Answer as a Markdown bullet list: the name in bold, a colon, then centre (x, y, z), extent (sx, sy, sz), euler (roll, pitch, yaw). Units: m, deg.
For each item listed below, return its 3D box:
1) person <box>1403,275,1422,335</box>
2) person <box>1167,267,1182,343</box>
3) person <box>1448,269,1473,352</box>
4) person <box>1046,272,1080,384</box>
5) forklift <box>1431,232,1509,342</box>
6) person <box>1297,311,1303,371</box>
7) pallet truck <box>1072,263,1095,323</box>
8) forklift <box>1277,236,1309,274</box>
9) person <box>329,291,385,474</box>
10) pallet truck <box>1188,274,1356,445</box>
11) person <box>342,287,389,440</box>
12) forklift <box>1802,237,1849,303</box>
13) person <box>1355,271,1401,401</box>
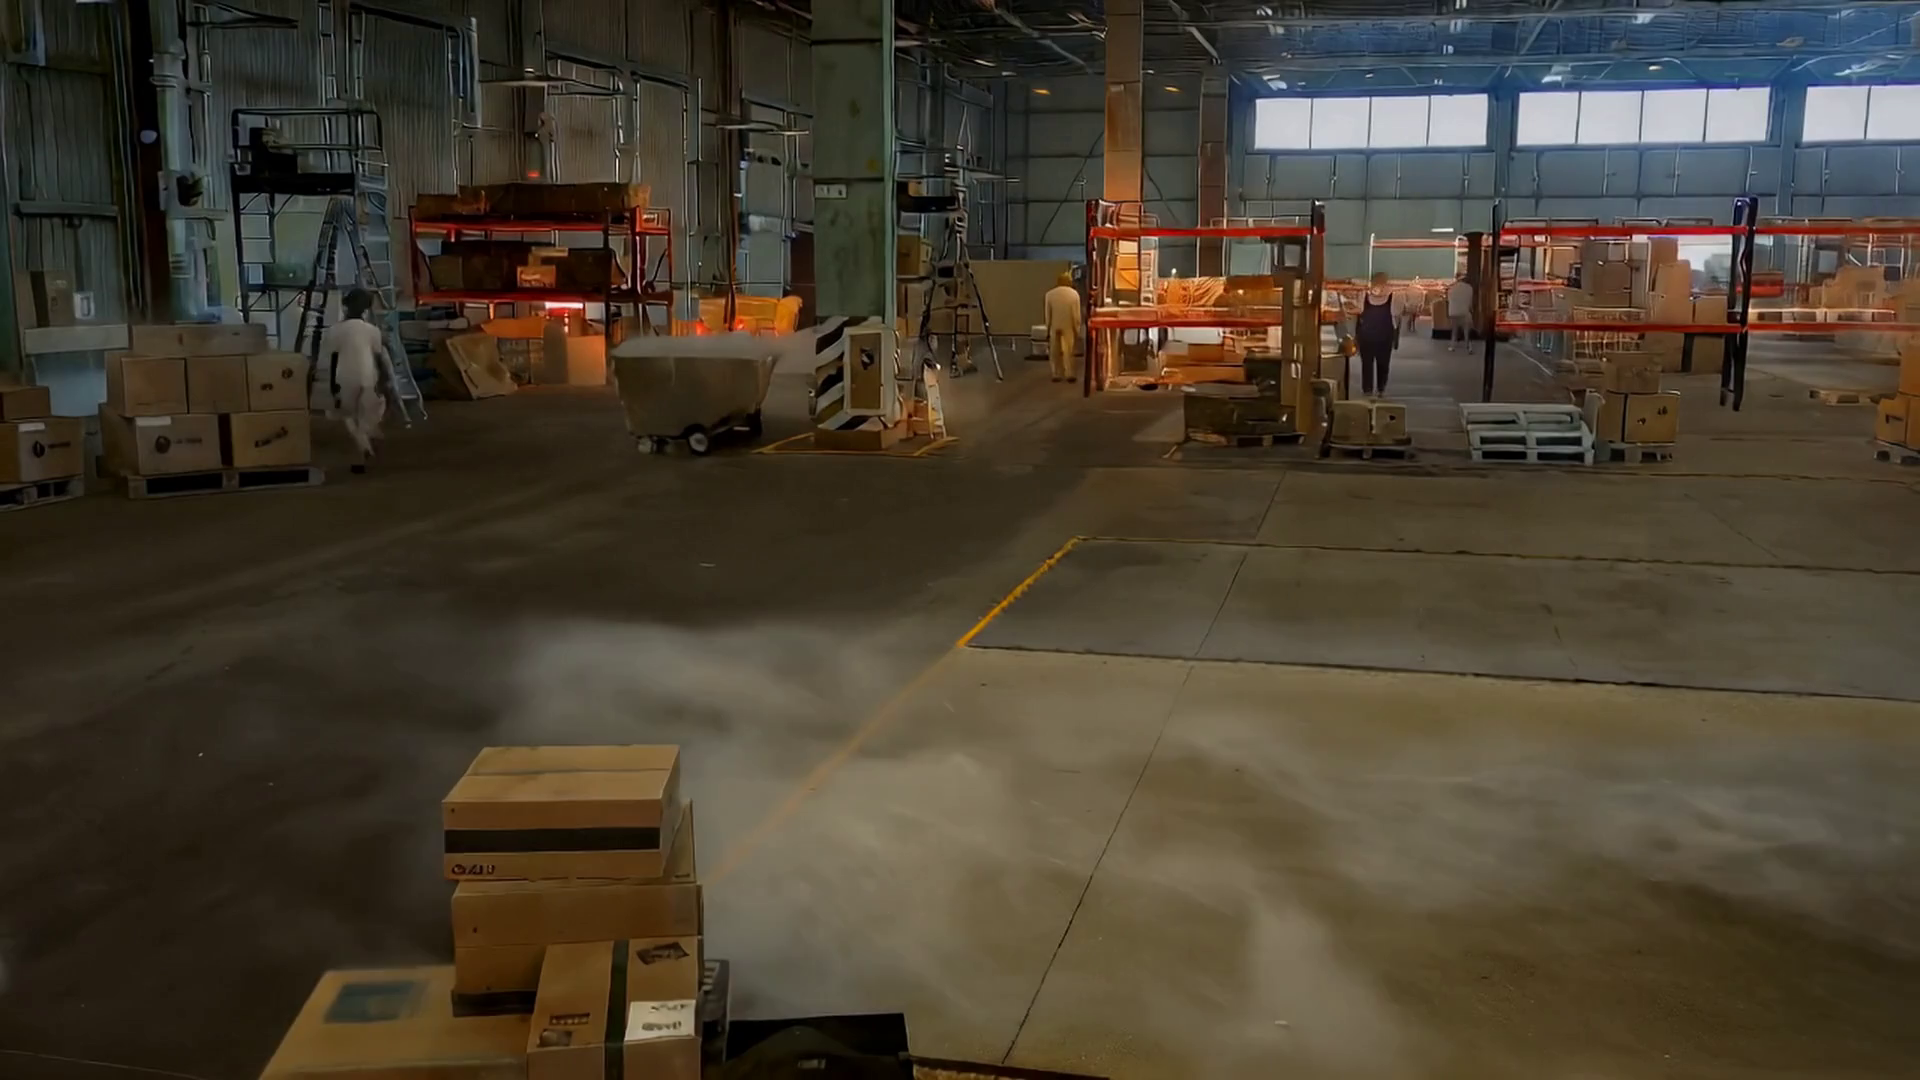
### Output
- **person**: centre (12.784, -6.612, 46.852), extent (0.423, 1.678, 0.578), euler (9, 13, 43)
- **person**: centre (5.509, -6.035, 42.705), extent (0.362, 1.939, 0.543), euler (-1, 10, -8)
- **person**: centre (11.524, -5.275, 38.315), extent (0.606, 1.910, 0.669), euler (-1, 10, -4)
- **person**: centre (1.774, -3.651, 28.700), extent (0.631, 1.931, 0.365), euler (5, 11, 26)
- **forklift**: centre (13.184, -6.527, 42.836), extent (1.873, 2.768, 1.129), euler (2, 10, 14)
- **person**: centre (6.635, -4.097, 31.903), extent (0.324, 1.735, 0.490), euler (6, 11, 30)
- **pallet truck**: centre (4.325, -8.180, 55.162), extent (0.823, 1.965, 1.885), euler (6, 11, 31)
- **forklift**: centre (10.149, -7.888, 50.849), extent (1.873, 2.768, 1.129), euler (-9, 13, -44)
- **person**: centre (-5.981, -1.544, 16.527), extent (0.539, 1.852, 0.673), euler (-8, 12, -39)
- **pallet truck**: centre (3.653, -2.138, 19.590), extent (1.885, 1.965, 0.823), euler (-4, 10, -20)
- **person**: centre (-7.087, -2.090, 19.831), extent (0.511, 1.825, 0.635), euler (-7, 12, -37)
- **forklift**: centre (27.372, -8.164, 52.473), extent (1.129, 2.768, 1.873), euler (2, 10, 14)
- **person**: centre (6.397, -3.161, 25.485), extent (0.681, 2.000, 1.012), euler (3, 10, 16)
